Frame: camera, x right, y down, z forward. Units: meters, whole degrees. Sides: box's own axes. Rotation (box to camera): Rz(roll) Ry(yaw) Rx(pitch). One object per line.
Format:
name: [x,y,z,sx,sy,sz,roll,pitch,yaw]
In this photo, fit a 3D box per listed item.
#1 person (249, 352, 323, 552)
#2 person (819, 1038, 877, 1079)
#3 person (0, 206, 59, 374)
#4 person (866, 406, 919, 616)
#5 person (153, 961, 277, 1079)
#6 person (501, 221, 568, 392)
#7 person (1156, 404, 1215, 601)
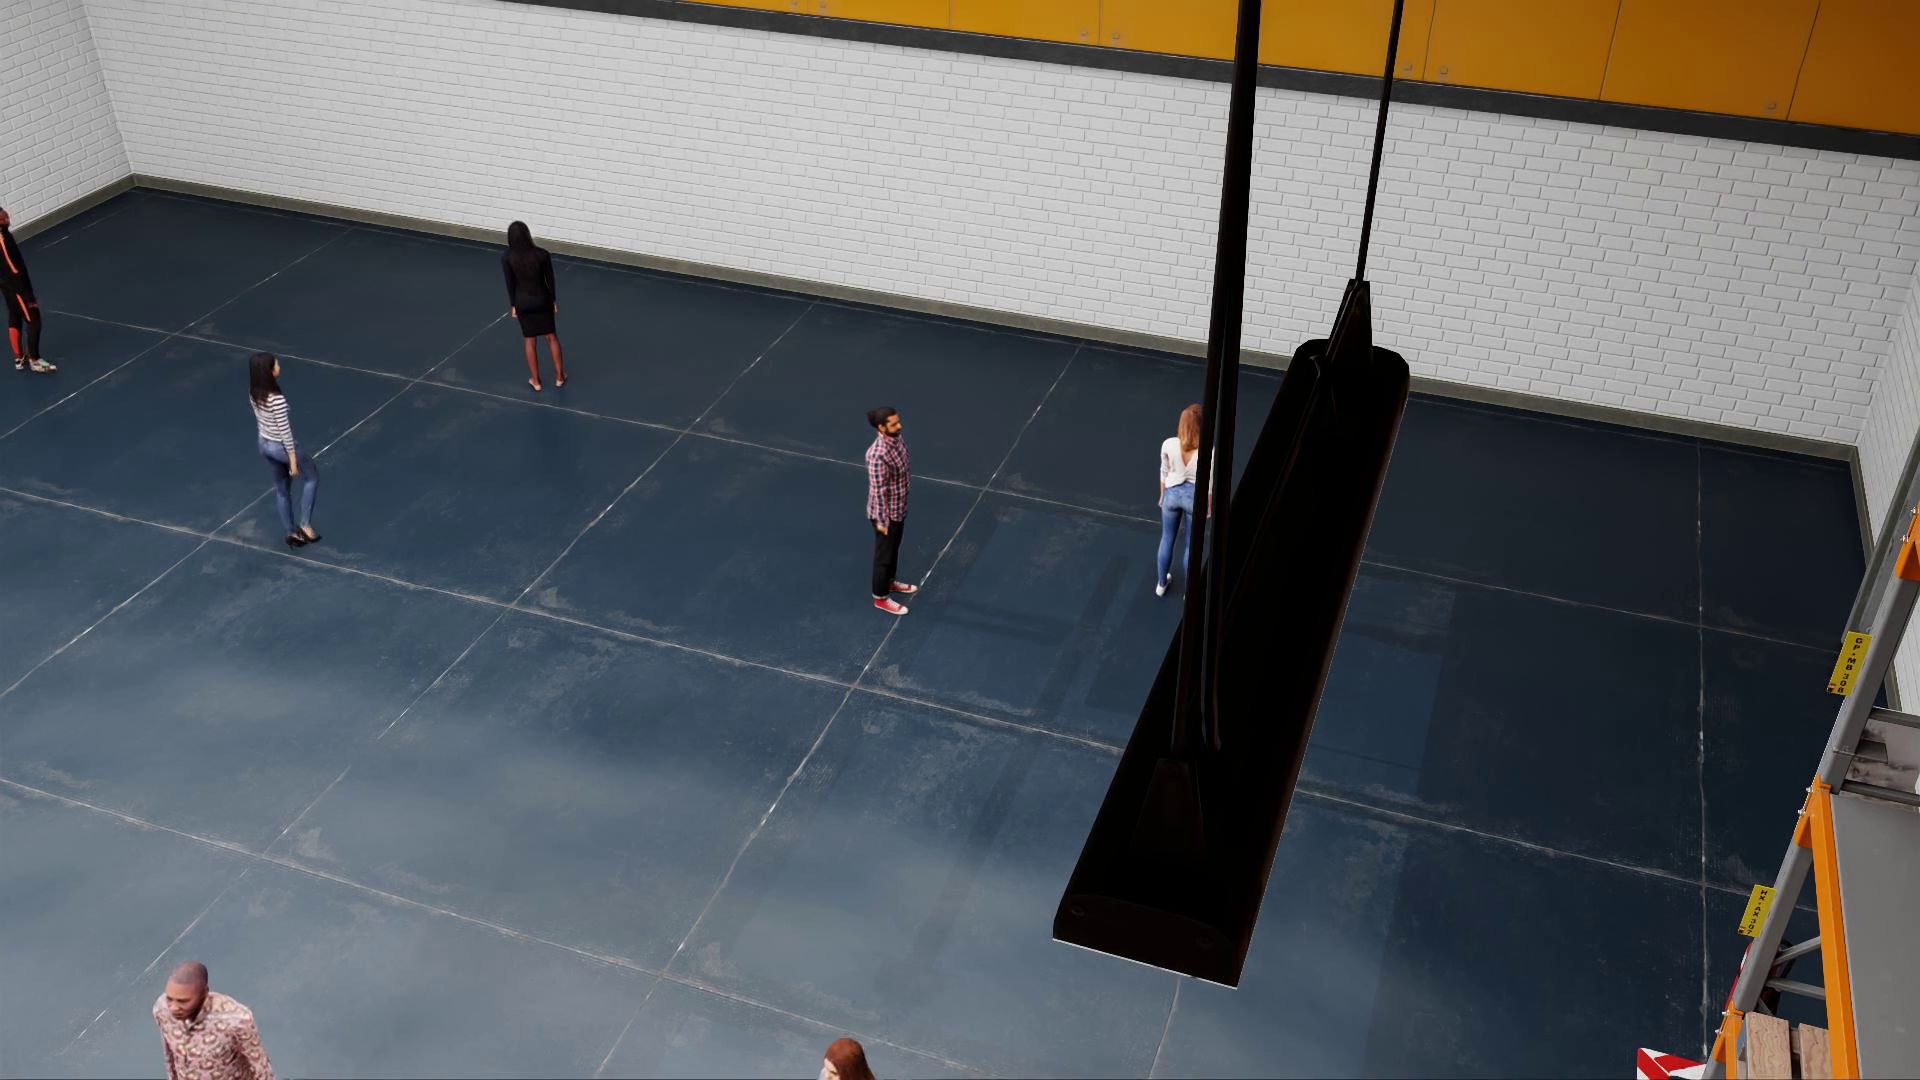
person: [-5.615,-0.667,13.570,0.636,1.783,0.641,17,37,23]
person: [-0.430,2.985,8.179,1.121,1.668,0.909,-29,43,-36]
person: [-9.283,-2.472,16.292,0.861,1.775,0.847,-29,43,-36]
person: [-0.559,-0.266,12.987,0.772,1.761,0.553,8,34,12]
person: [-3.696,2.735,8.451,0.731,1.784,1.048,8,34,12]
person: [-4.108,-2.267,16.033,0.682,1.720,0.710,-10,35,-14]
person: [1.760,-0.295,13.065,0.589,1.722,0.500,11,35,16]
